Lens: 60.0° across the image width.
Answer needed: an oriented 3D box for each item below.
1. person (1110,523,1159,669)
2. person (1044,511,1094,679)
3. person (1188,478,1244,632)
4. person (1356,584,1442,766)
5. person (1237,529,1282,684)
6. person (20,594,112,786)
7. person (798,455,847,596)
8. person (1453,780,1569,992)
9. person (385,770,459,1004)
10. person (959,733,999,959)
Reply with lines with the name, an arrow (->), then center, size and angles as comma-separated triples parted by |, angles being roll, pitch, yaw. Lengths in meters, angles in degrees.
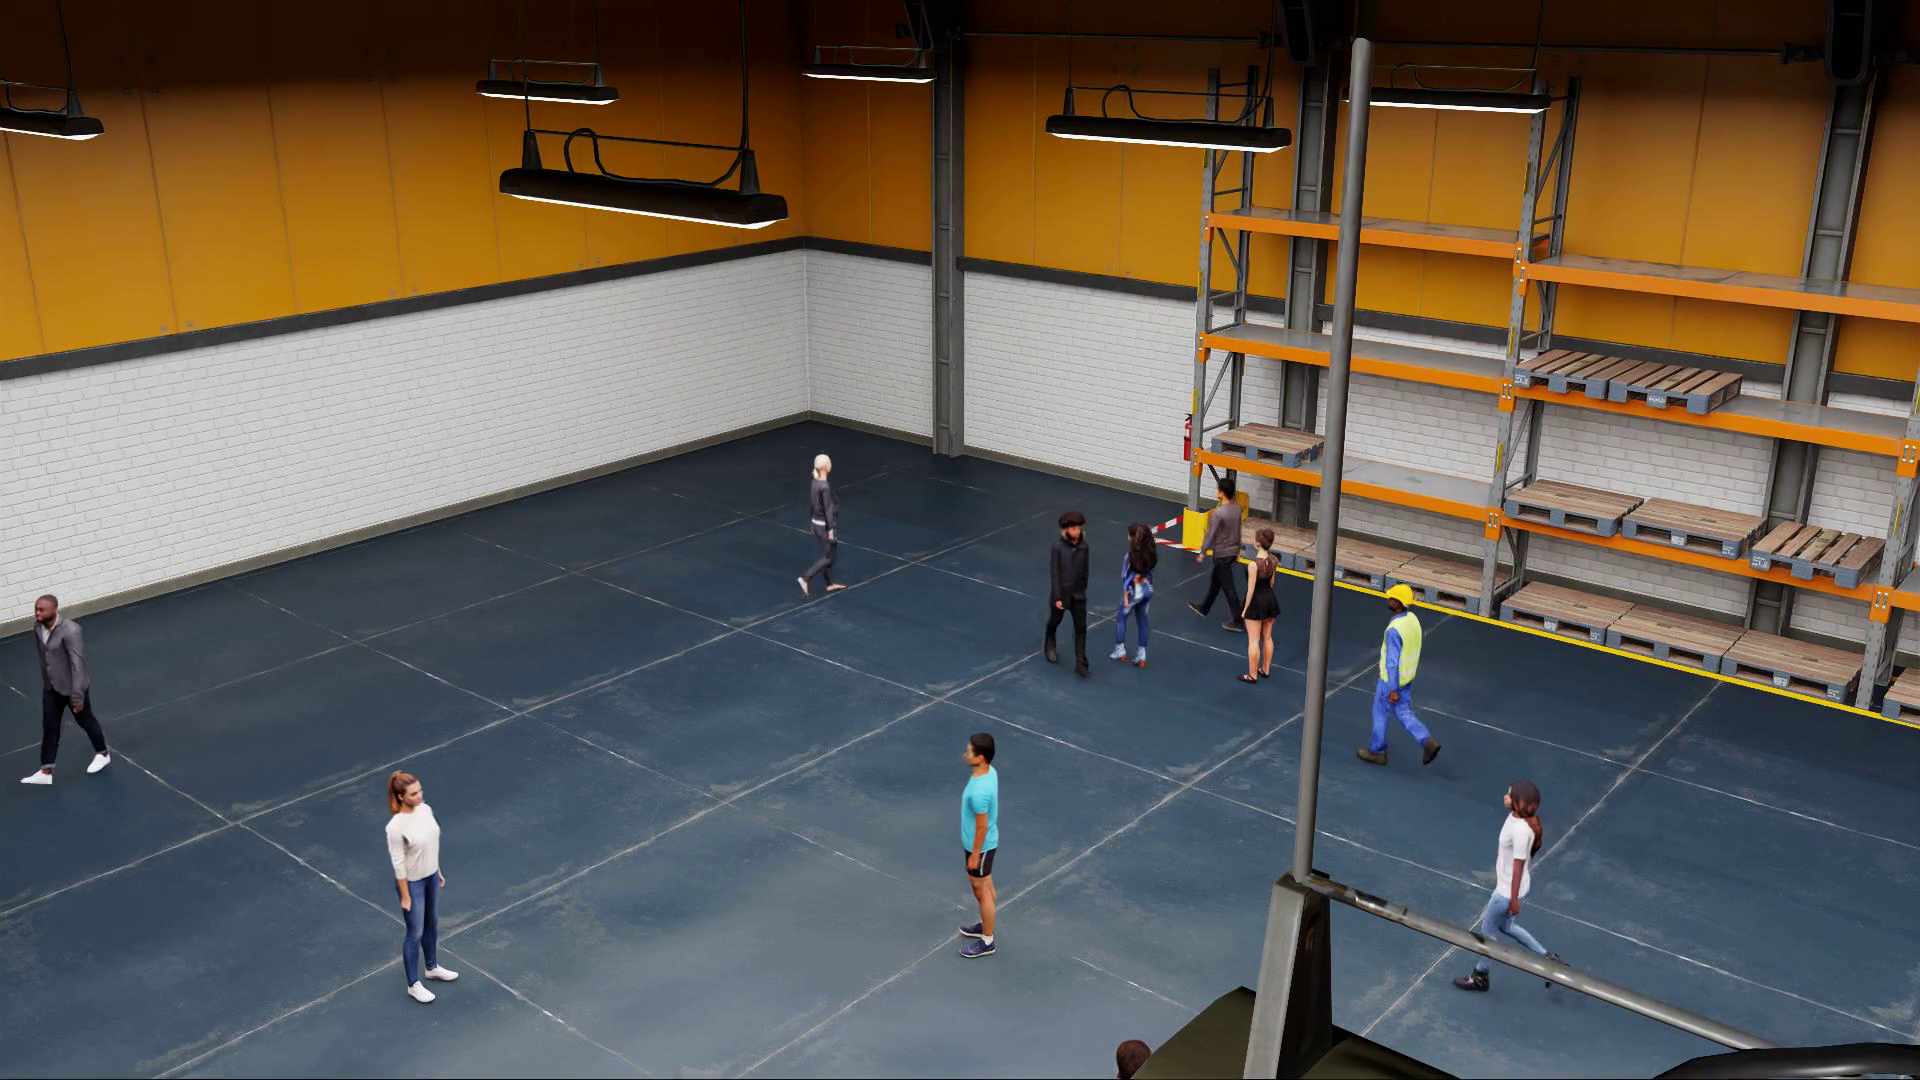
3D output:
person -> 1.928, 0.593, 17.627 | 0.727, 1.610, 0.777 | -12, 22, -31
person -> 1.099, 0.531, 17.589 | 1.001, 1.753, 1.201 | -6, 20, -17
person -> 3.032, 0.202, 18.592 | 0.647, 1.736, 0.993 | 15, 24, 38
person -> 4.093, 1.276, 15.308 | 0.992, 1.796, 0.651 | 15, 24, 37
person -> 3.119, 0.670, 17.296 | 0.613, 1.676, 0.610 | -15, 24, -37
person -> -8.087, 1.323, 15.197 | 1.136, 1.779, 1.064 | 7, 20, 19
person -> -1.676, -0.157, 19.699 | 0.881, 1.710, 0.928 | -10, 21, -27
person -> 3.994, 2.495, 11.835 | 1.078, 1.704, 0.822 | 6, 19, 17
person -> -3.893, 2.455, 11.927 | 0.657, 1.720, 0.677 | 6, 20, 18
person -> 0.163, 2.257, 12.427 | 0.721, 1.775, 0.690 | 1, 19, 2
